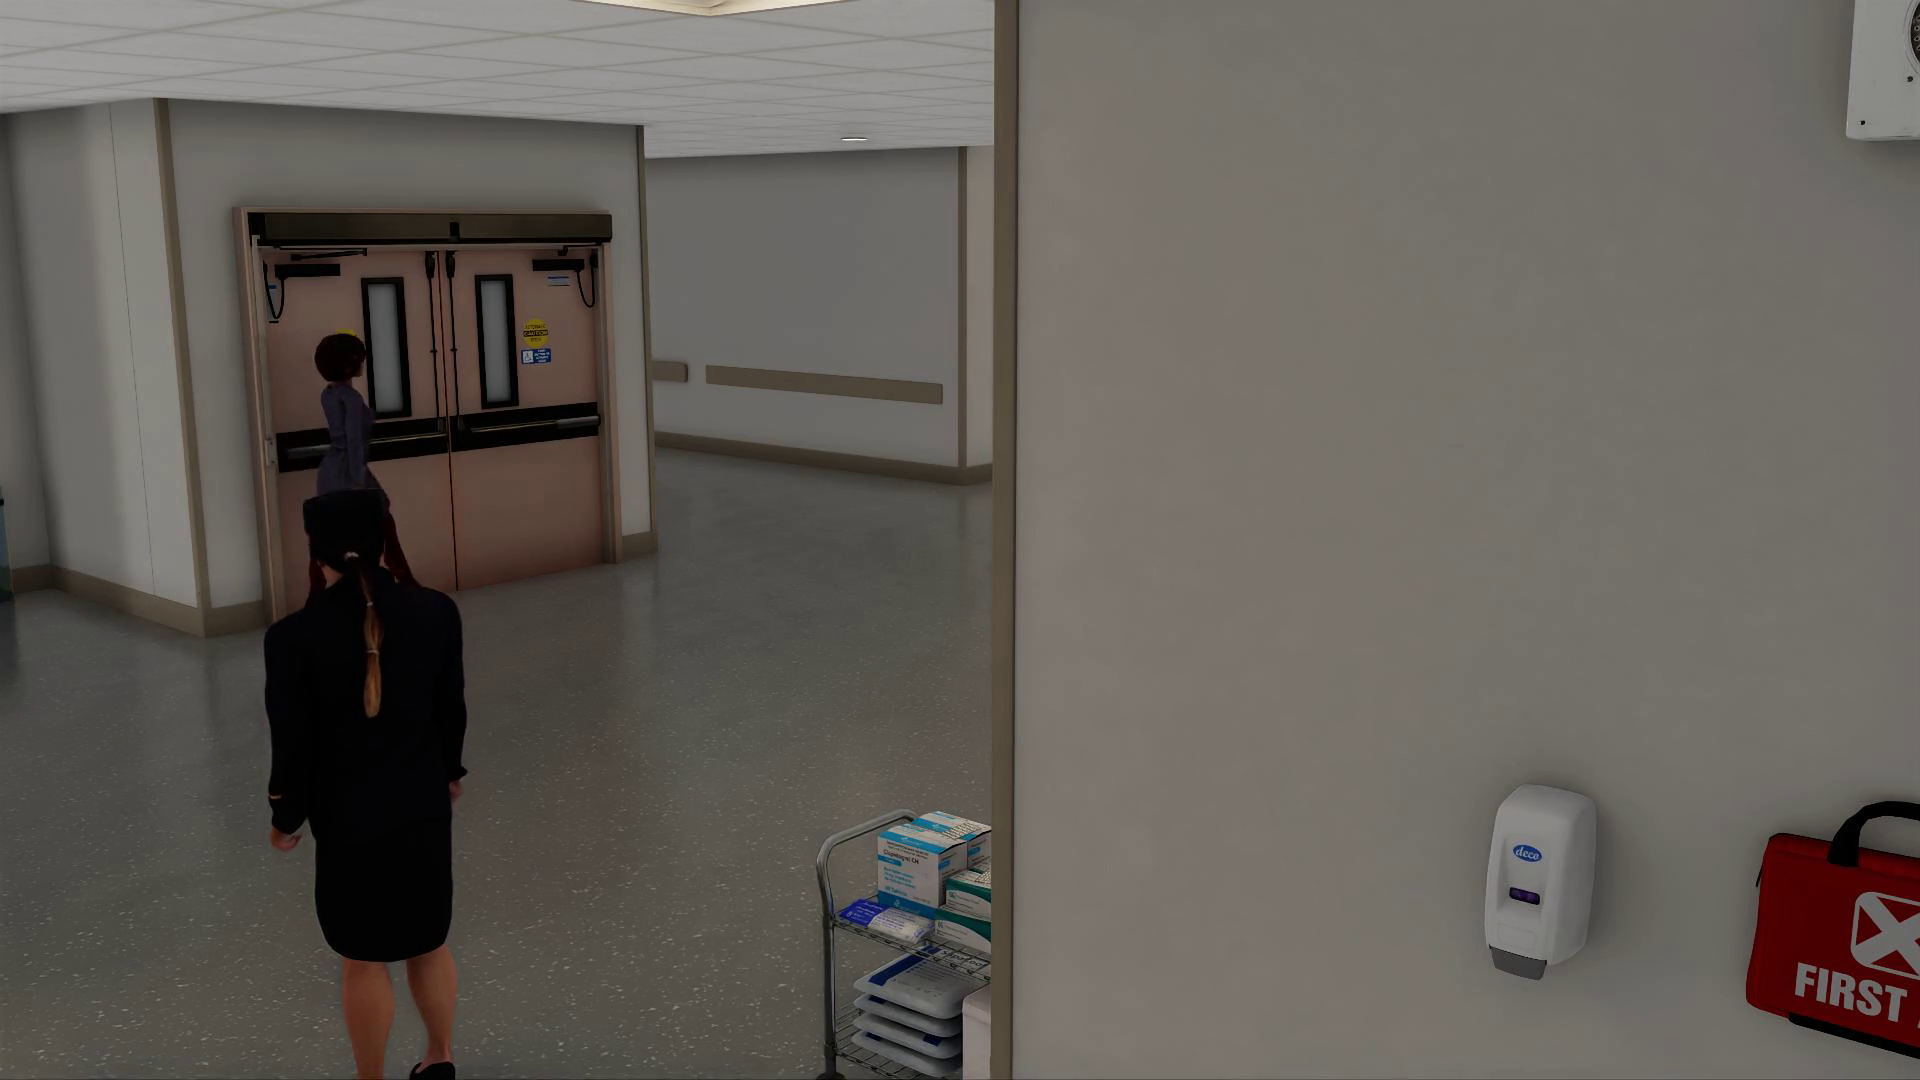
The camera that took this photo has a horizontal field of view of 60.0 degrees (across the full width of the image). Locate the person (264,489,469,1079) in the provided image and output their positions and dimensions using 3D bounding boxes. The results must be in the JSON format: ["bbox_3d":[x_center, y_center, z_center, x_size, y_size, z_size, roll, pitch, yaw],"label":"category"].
[{"bbox_3d":[-1.492,0.699,4.253,0.761,1.670,0.573,10,15,44],"label":"person"}]

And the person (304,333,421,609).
[{"bbox_3d":[-3.583,-0.301,9.496,1.021,1.679,0.677,-10,15,-43],"label":"person"}]
